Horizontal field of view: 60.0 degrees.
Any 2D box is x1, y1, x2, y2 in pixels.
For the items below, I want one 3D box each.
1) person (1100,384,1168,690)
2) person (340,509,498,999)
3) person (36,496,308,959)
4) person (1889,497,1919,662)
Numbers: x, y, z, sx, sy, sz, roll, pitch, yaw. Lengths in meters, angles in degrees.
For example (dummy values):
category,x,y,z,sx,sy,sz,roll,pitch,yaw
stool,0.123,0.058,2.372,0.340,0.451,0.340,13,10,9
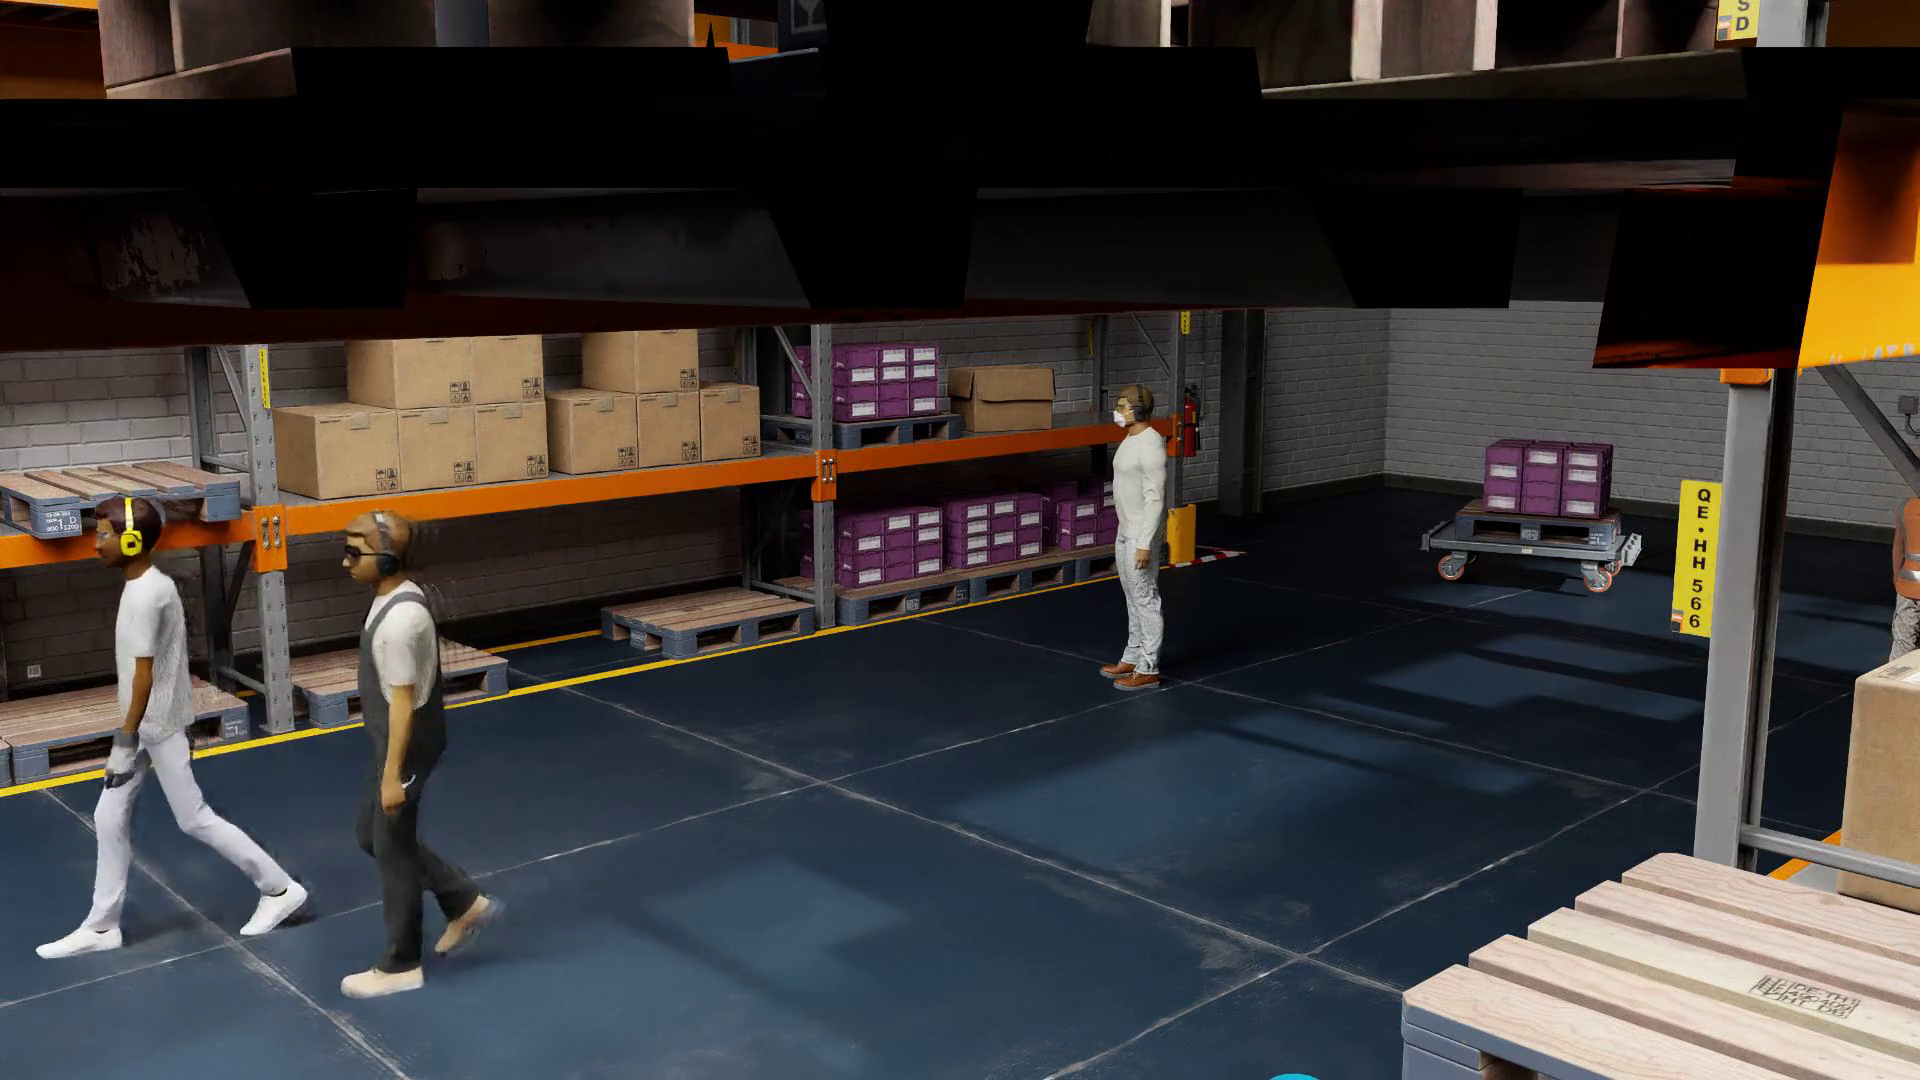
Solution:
category,x,y,z,sx,sy,sz,roll,pitch,yaw
person,1.122,-0.020,10.551,0.371,1.941,0.627,-1,10,-8
person,-2.055,0.784,6.143,0.491,1.834,0.544,-4,10,-21
person,-3.119,0.724,6.539,0.959,1.830,0.520,-6,11,-30
person,5.470,0.330,9.381,0.308,1.640,0.511,-3,10,-16
